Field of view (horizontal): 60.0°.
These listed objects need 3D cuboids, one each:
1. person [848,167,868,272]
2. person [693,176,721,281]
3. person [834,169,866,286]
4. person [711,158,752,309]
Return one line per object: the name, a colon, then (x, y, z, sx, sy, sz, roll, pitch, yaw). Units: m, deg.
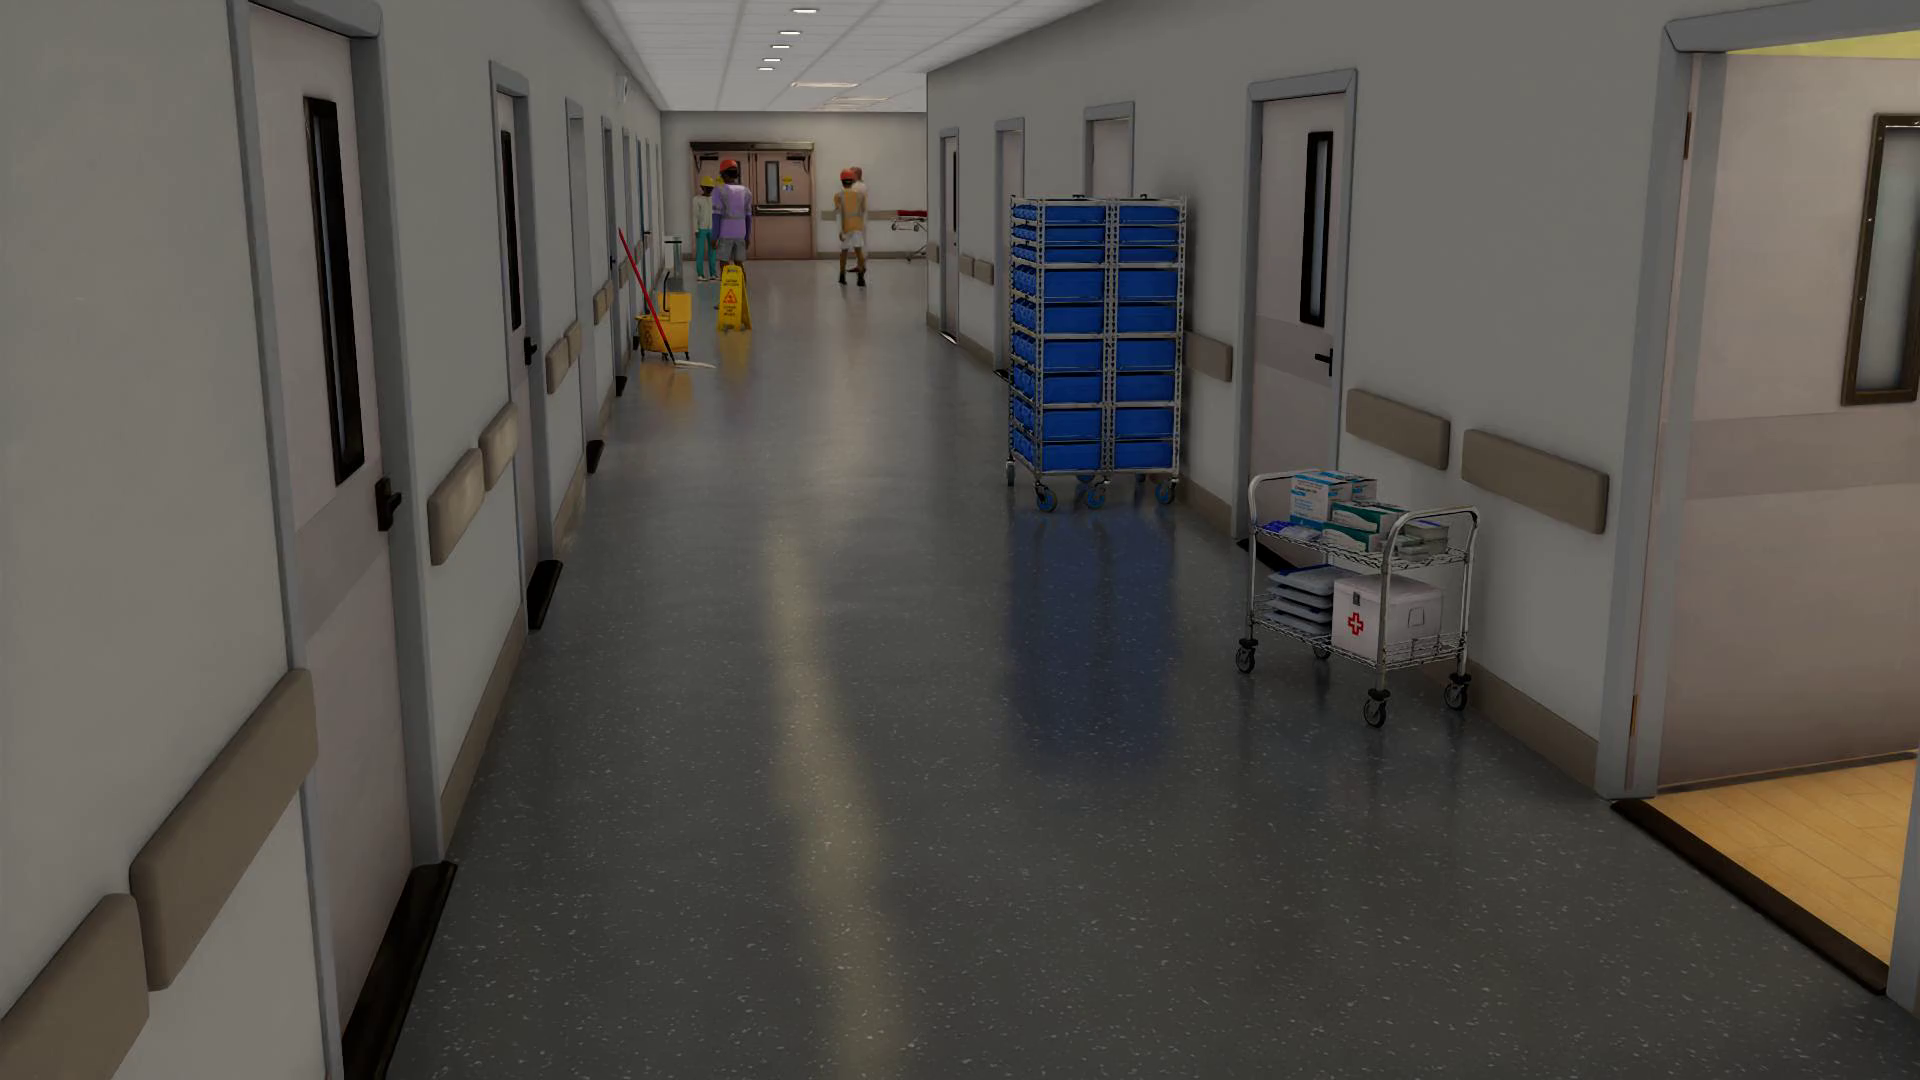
person: (-1.898, -5.888, 30.598, 0.400, 1.910, 0.643, 2, 13, 8)
person: (-4.268, -5.262, 28.156, 0.517, 1.757, 0.342, -9, 16, -35)
person: (-1.780, -5.101, 27.176, 0.545, 1.892, 1.016, -3, 13, -14)
person: (-3.117, -4.152, 22.620, 0.614, 2.031, 0.403, -11, 17, -41)
